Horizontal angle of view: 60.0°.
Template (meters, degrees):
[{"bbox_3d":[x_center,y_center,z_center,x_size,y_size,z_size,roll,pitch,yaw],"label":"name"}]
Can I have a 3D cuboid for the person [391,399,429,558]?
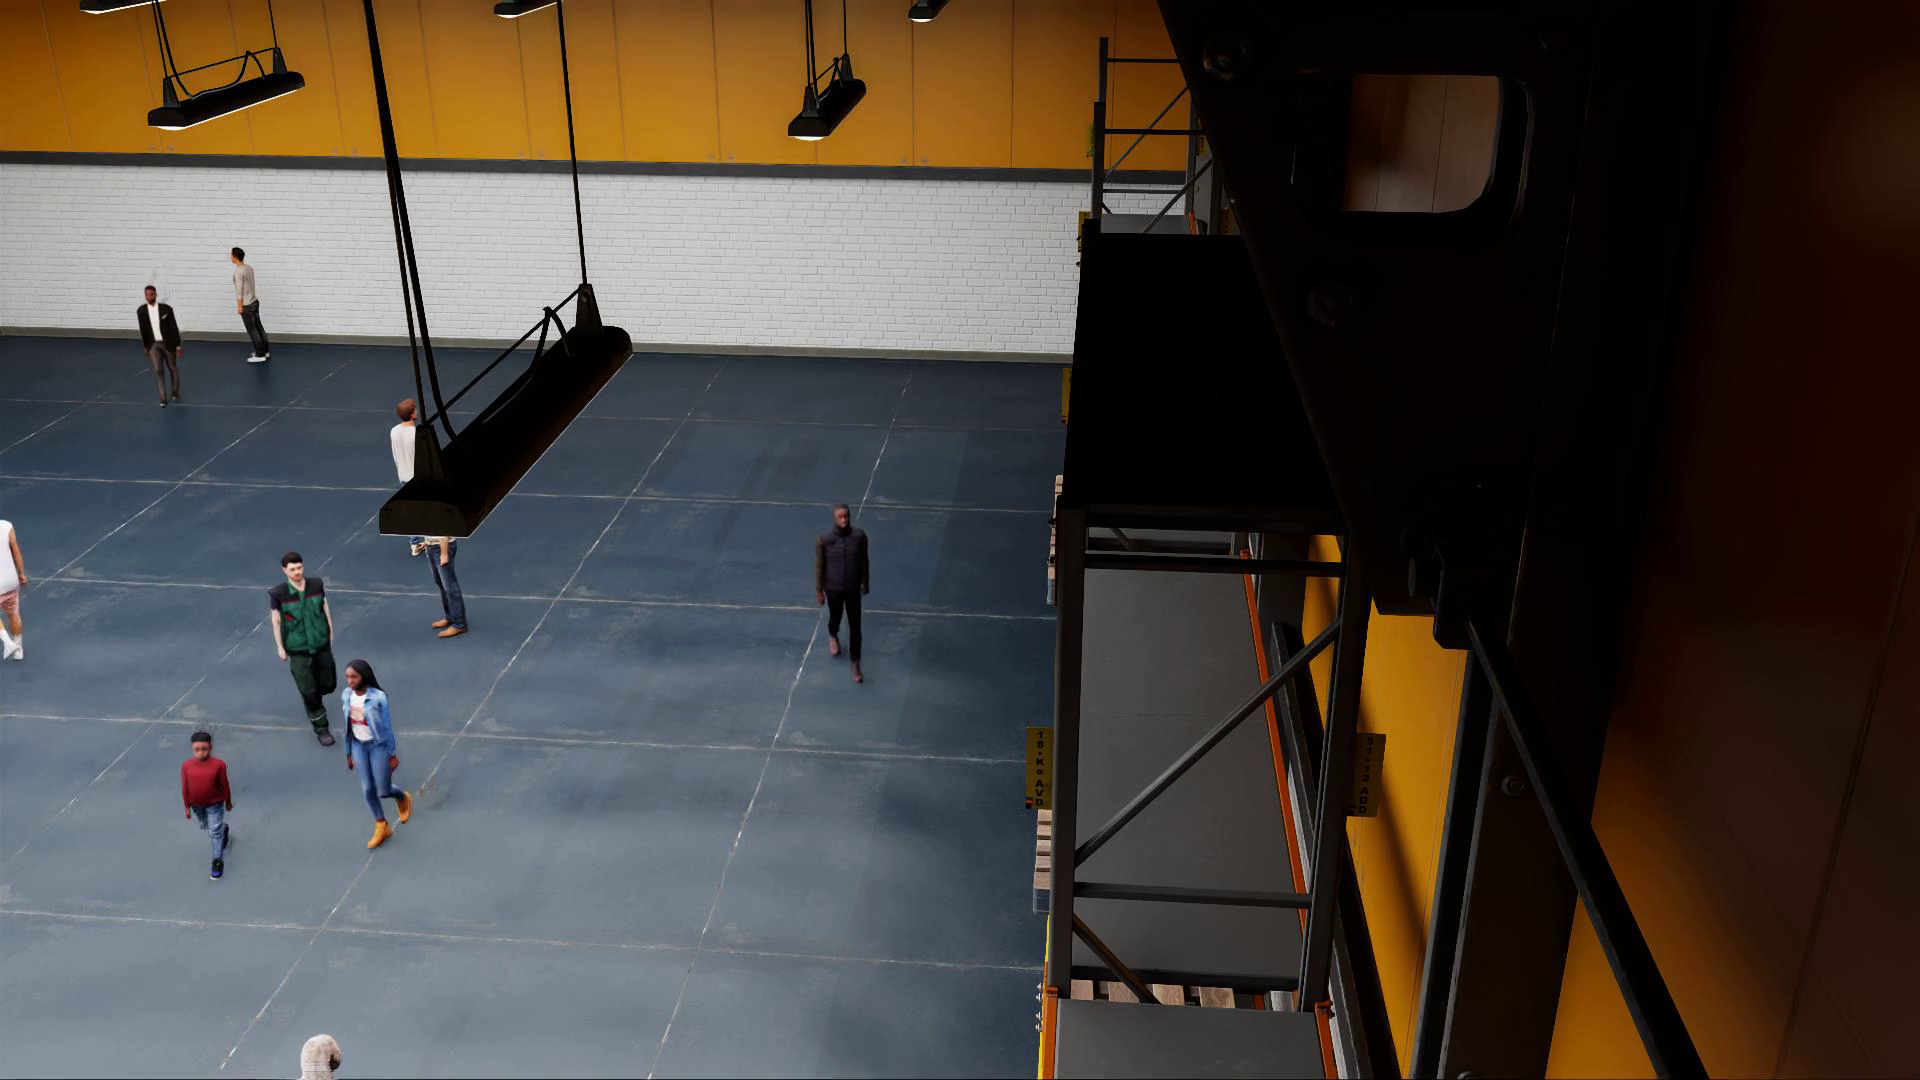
[{"bbox_3d":[-6.306,-0.711,19.256,0.730,1.904,0.710,11,26,24],"label":"person"}]

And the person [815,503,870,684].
[{"bbox_3d":[-1.194,0.461,16.707,0.975,1.796,1.279,-6,24,-12],"label":"person"}]

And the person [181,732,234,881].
[{"bbox_3d":[-6.159,2.104,13.642,0.583,1.243,0.883,-1,24,-2],"label":"person"}]

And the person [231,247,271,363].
[{"bbox_3d":[-11.233,-3.737,26.298,0.717,1.807,0.521,-1,24,-3],"label":"person"}]

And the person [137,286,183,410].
[{"bbox_3d":[-11.645,-2.837,24.313,0.973,1.749,1.258,-7,25,-15],"label":"person"}]

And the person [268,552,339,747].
[{"bbox_3d":[-6.083,0.966,15.443,1.037,1.884,1.105,-18,29,-35],"label":"person"}]

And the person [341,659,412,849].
[{"bbox_3d":[-4.855,1.741,13.903,0.696,1.698,0.796,7,24,15],"label":"person"}]

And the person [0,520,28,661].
[{"bbox_3d":[-9.709,0.430,16.820,0.924,1.763,0.862,20,31,39],"label":"person"}]
